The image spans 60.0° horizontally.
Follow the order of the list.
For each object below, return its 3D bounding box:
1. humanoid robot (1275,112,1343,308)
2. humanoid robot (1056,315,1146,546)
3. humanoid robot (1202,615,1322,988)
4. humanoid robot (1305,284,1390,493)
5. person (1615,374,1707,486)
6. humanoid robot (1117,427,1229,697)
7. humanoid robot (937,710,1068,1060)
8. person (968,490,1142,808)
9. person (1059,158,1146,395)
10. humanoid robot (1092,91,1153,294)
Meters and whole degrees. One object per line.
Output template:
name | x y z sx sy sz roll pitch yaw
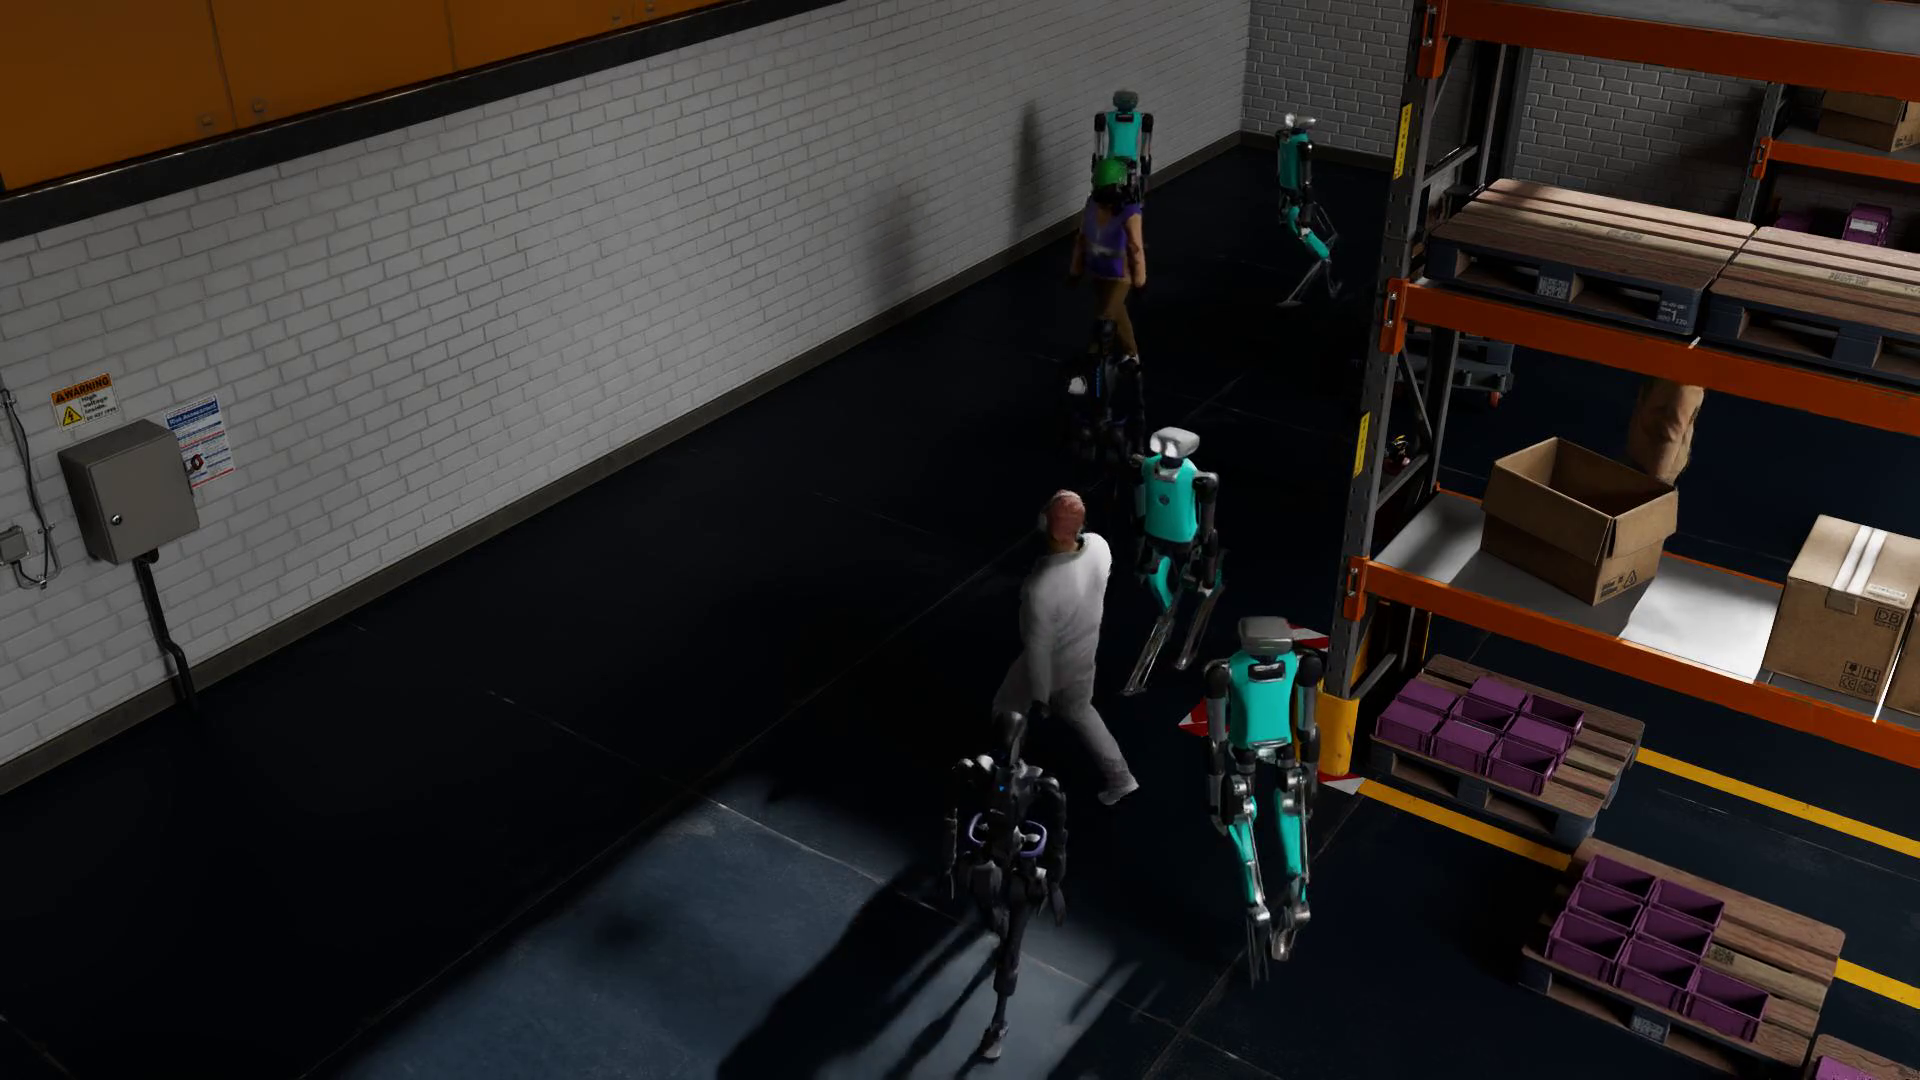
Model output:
humanoid robot | 3.161 -2.855 14.585 0.882 1.834 0.548 -9 31 -15
humanoid robot | 0.906 -0.642 10.740 0.608 1.641 0.438 6 31 11
humanoid robot | 1.379 1.304 7.427 0.558 1.894 0.781 -4 30 -8
humanoid robot | 2.831 -1.034 11.474 0.787 1.628 0.608 -2 30 -3
person | 4.293 -0.517 10.351 0.478 1.863 0.559 -3 30 -6
humanoid robot | 1.253 0.098 9.386 0.542 1.737 0.977 17 34 27
humanoid robot | 0.190 1.405 7.246 0.605 1.627 0.789 8 31 14
person | 0.488 0.583 8.449 0.910 1.840 0.625 24 38 36
person | 1.141 -2.087 13.055 1.034 1.865 0.545 -23 37 -34
humanoid robot | 1.445 -3.021 14.871 0.530 1.806 0.805 1 30 1
